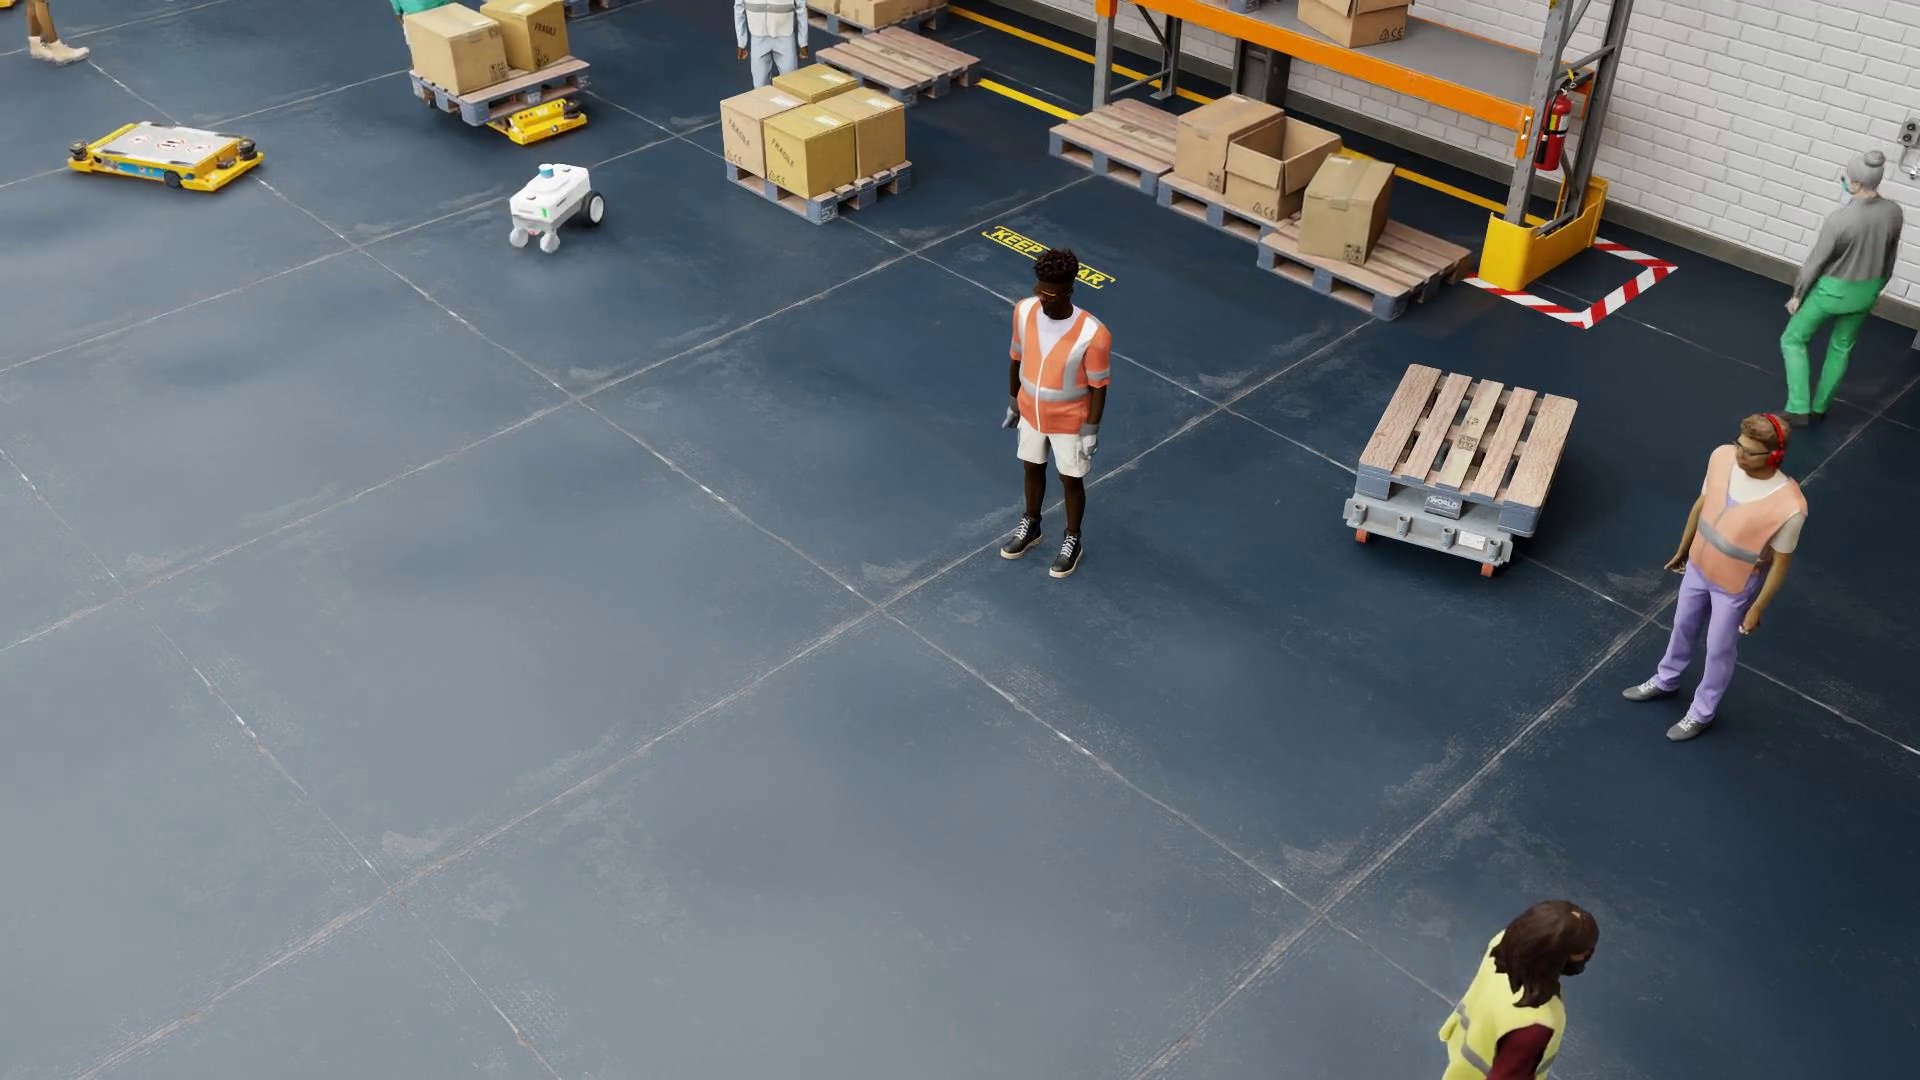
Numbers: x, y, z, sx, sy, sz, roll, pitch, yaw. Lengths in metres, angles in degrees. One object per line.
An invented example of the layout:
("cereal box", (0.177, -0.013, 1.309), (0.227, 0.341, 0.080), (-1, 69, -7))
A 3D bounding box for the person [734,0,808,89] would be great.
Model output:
("person", (-1.537, -4.131, 13.642), (0.599, 1.911, 0.387), (0, 37, 0))

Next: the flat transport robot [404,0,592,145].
("flat transport robot", (-3.980, -3.844, 14.623), (1.431, 0.231, 0.659), (31, 47, 34))

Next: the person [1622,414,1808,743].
("person", (3.681, 0.172, 8.000), (0.373, 1.840, 0.568), (-13, 39, -17))

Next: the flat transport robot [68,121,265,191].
("flat transport robot", (-6.566, -3.179, 13.742), (1.431, 0.231, 0.659), (11, 39, 15))

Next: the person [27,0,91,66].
("person", (-8.520, -5.393, 15.262), (0.675, 1.979, 0.686), (-4, 37, -6))

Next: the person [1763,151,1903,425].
("person", (5.448, -1.516, 10.246), (0.581, 1.836, 0.430), (-2, 37, -3))

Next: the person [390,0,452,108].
("person", (-4.619, -4.582, 14.306), (0.526, 1.827, 0.504), (-9, 38, -11))

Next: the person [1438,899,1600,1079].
("person", (2.022, 1.881, 5.814), (0.753, 1.745, 0.489), (4, 37, 6))

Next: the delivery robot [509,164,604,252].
("delivery robot", (-3.114, -2.592, 12.707), (0.499, 0.570, 0.745), (12, 39, 15))

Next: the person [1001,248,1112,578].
("person", (0.505, -0.687, 9.037), (0.609, 1.965, 0.364), (23, 43, 27))

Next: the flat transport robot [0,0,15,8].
("flat transport robot", (-10.337, -5.560, 16.894), (1.431, 0.231, 0.659), (-6, 38, -8))
